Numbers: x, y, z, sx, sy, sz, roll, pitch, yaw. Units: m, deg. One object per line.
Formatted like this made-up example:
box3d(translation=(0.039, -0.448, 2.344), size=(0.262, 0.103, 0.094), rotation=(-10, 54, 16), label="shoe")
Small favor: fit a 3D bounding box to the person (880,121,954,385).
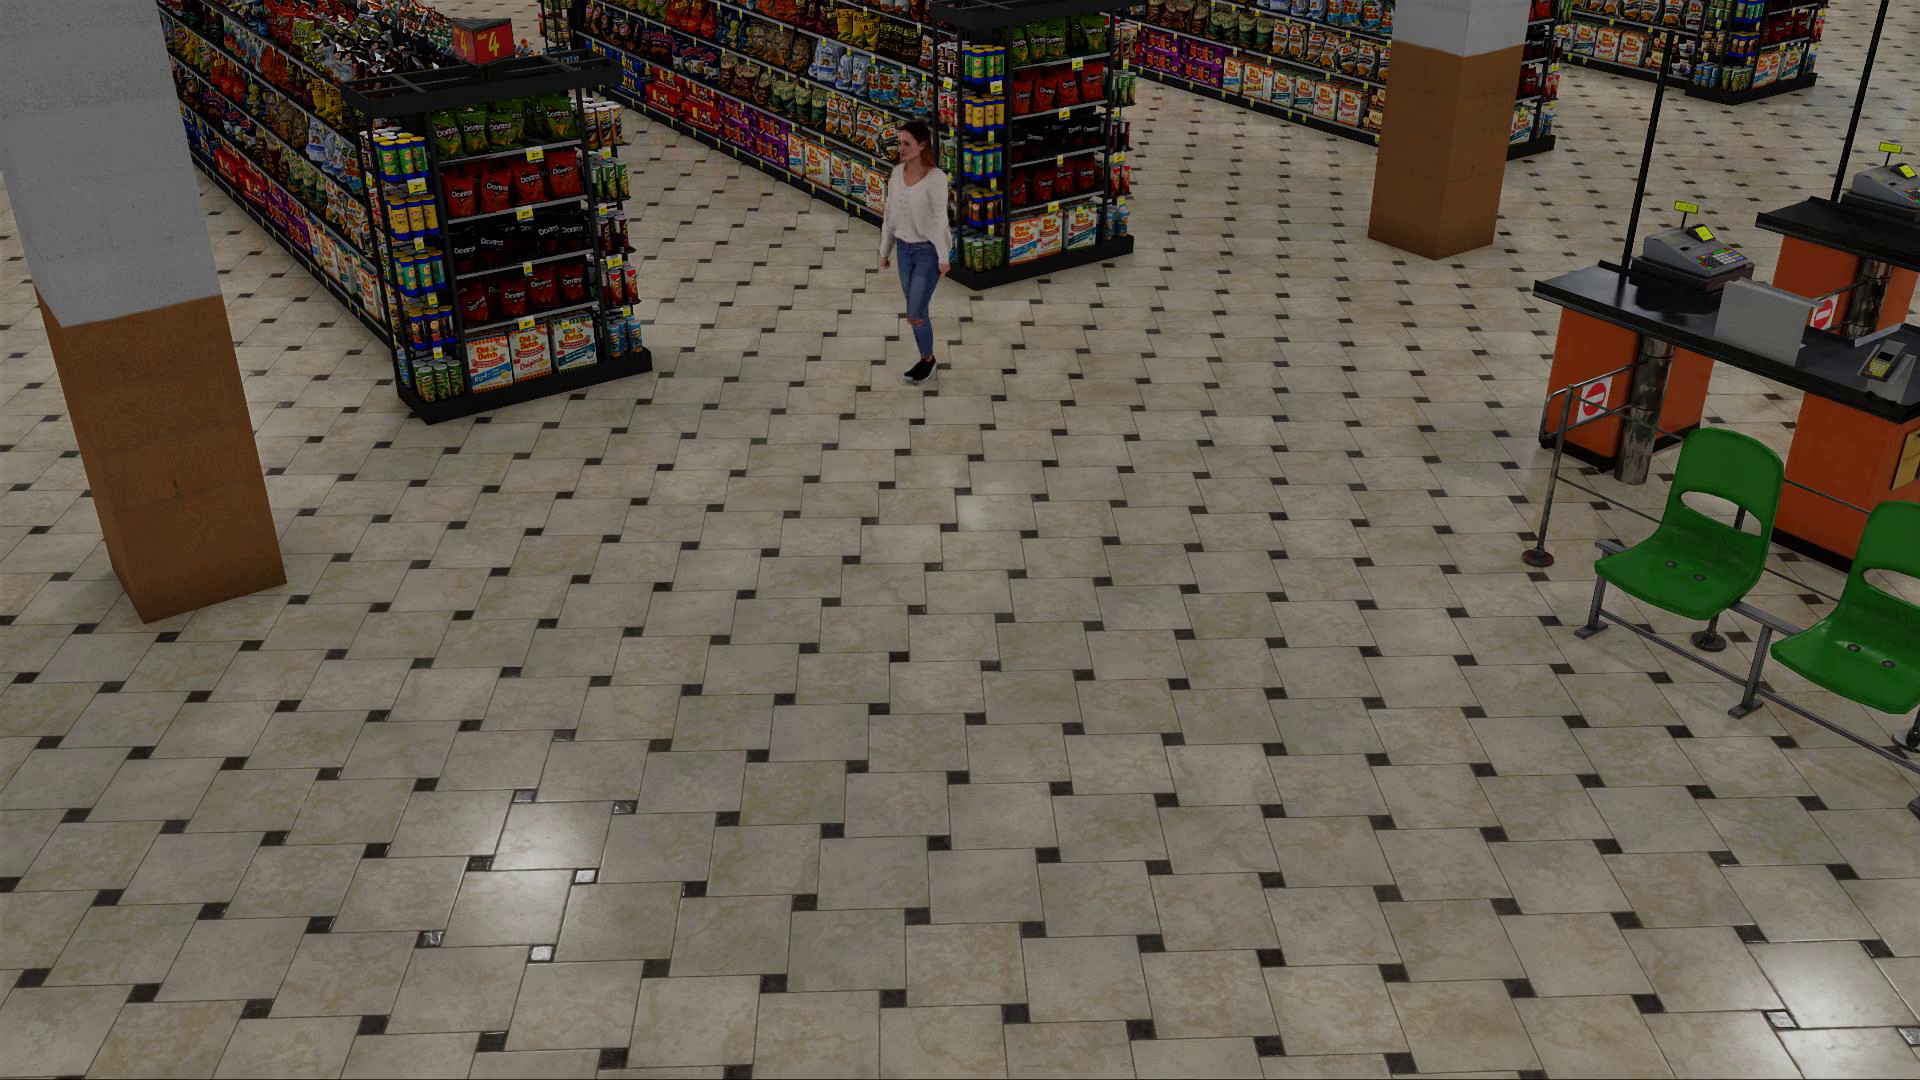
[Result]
box3d(translation=(-0.204, -1.803, 10.485), size=(0.597, 1.681, 0.761), rotation=(23, 36, 35), label="person")
